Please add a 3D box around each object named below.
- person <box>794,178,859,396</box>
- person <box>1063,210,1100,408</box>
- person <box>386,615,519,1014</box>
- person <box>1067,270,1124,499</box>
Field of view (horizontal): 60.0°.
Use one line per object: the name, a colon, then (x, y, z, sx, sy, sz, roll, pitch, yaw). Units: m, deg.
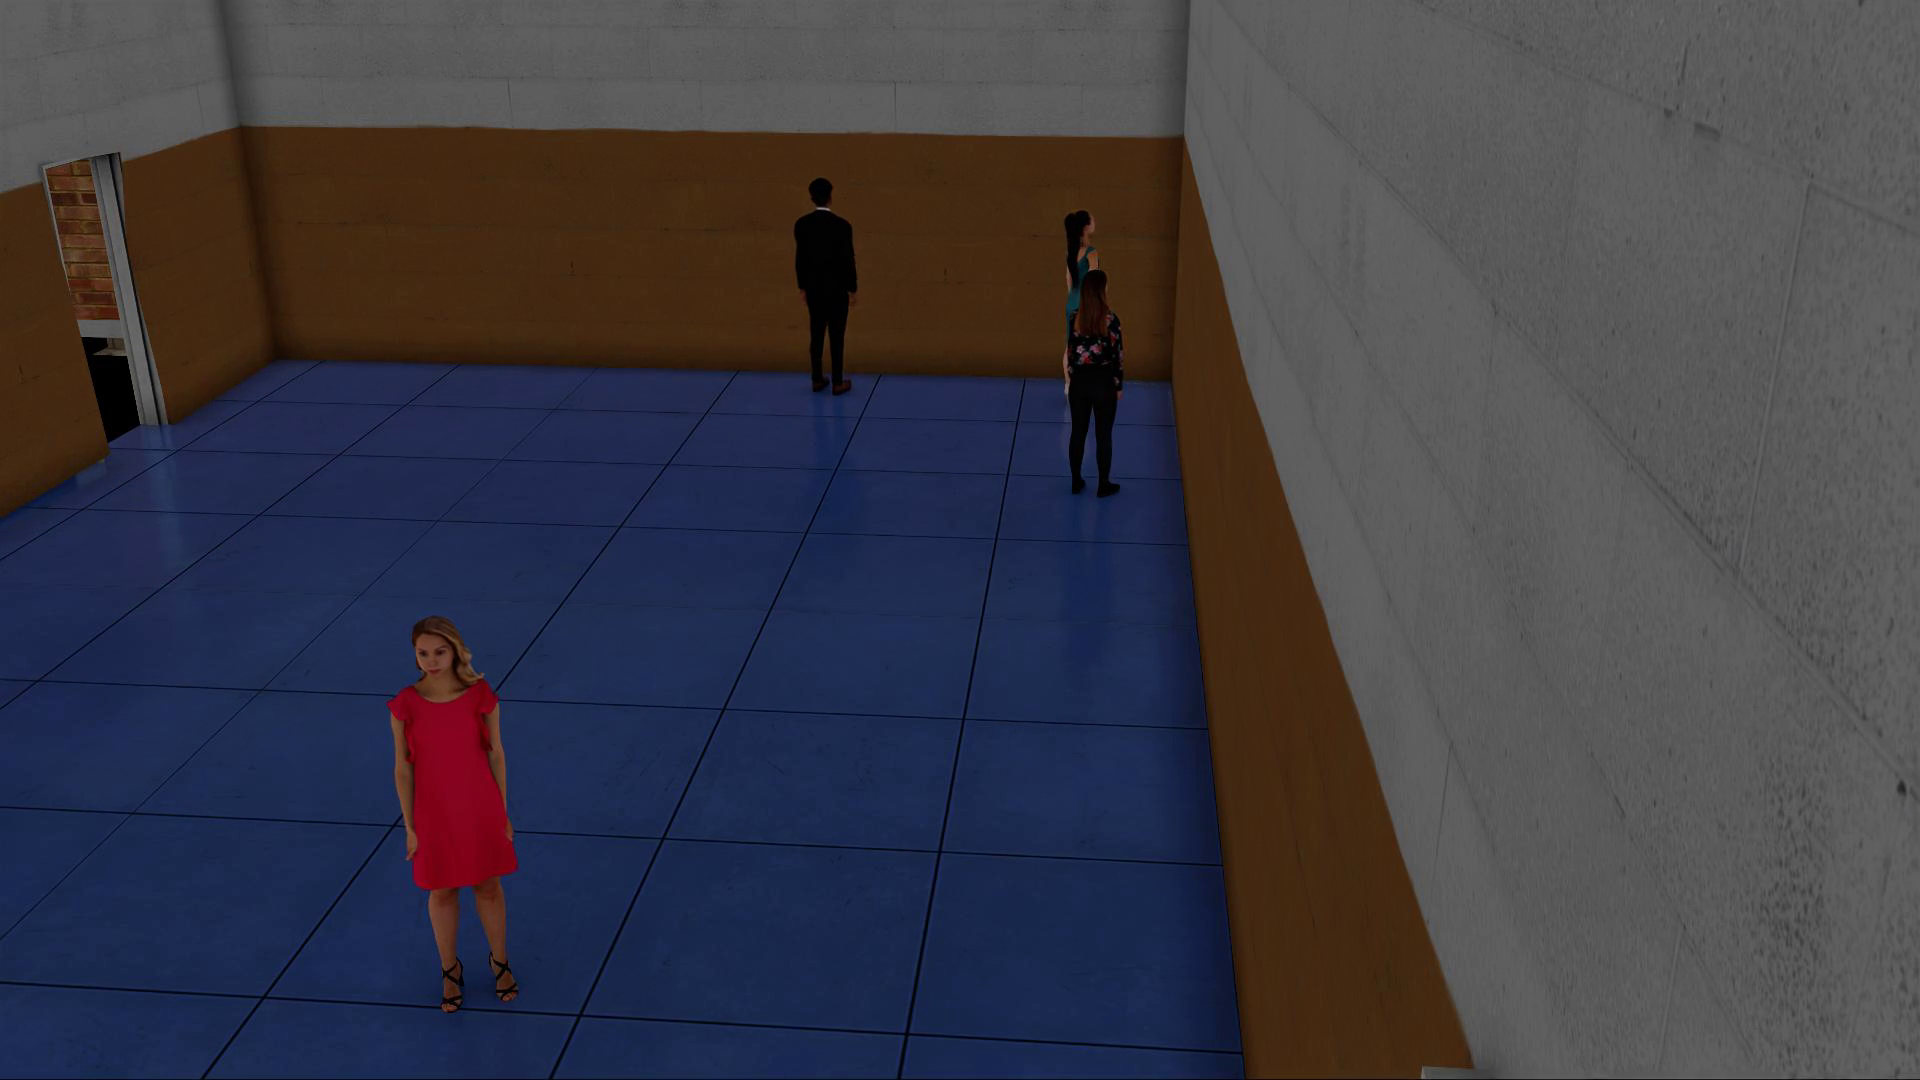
person: (-1.165, -2.205, 14.505, 0.622, 1.881, 0.828, 8, 23, 18)
person: (1.042, -1.972, 14.185, 0.658, 1.687, 0.618, -14, 26, -31)
person: (-1.974, 1.075, 6.546, 0.596, 1.728, 0.708, -7, 23, -16)
person: (0.974, -1.141, 12.125, 0.570, 1.683, 0.701, 11, 24, 26)
